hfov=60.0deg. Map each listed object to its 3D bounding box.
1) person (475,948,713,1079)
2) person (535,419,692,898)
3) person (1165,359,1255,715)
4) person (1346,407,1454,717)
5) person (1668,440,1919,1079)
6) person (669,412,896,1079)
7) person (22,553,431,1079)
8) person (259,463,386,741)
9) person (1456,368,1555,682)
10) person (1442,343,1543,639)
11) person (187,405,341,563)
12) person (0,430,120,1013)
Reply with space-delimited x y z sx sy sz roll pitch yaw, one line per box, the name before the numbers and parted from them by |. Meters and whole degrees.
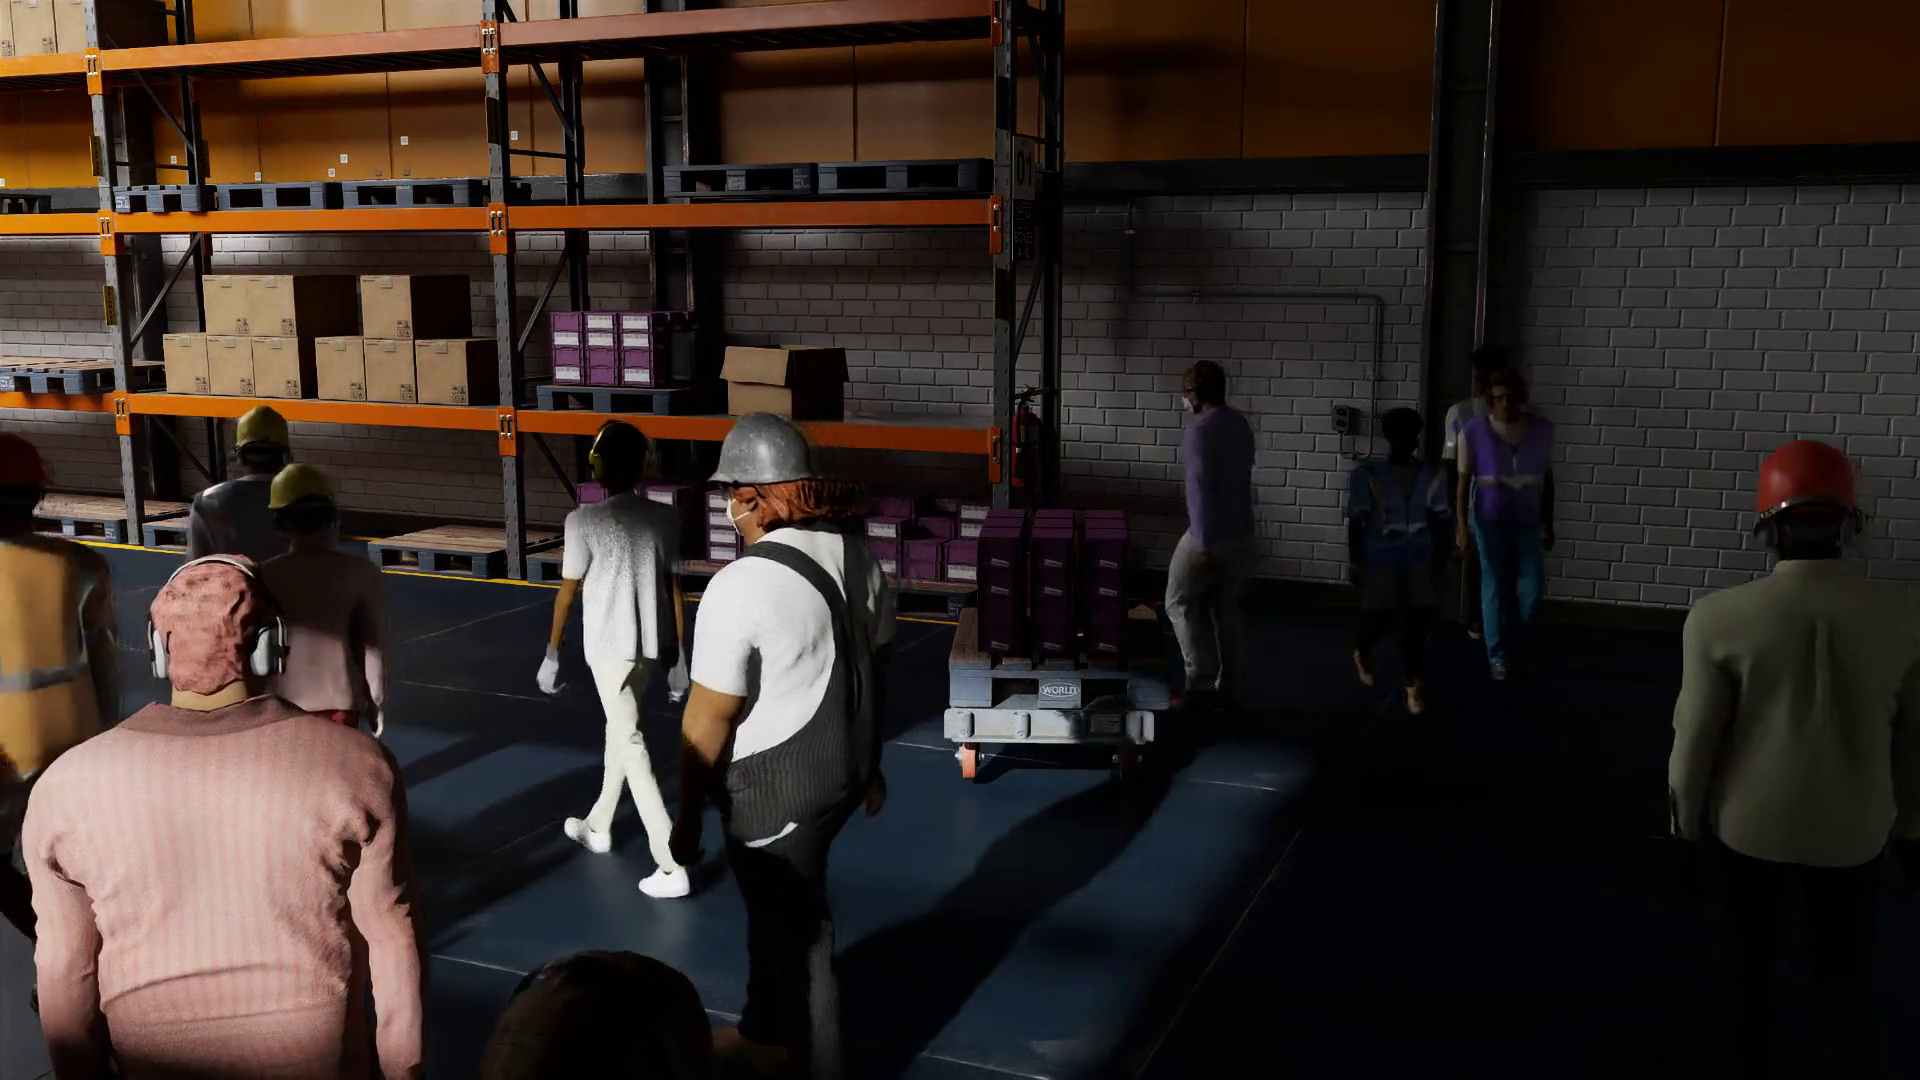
person | -0.315 1.253 1.556 0.504 1.845 0.344 4 10 23
person | -1.329 0.444 6.496 0.980 1.818 0.512 8 13 41
person | 1.342 -0.005 8.923 0.511 1.910 0.643 8 12 40
person | 2.341 0.098 8.969 0.588 1.672 0.528 -1 10 -8
person | 2.139 0.738 4.235 0.639 1.979 0.606 2 10 14
person | -0.592 0.632 4.687 0.774 2.000 0.712 5 11 29
person | -1.308 0.970 3.074 0.652 1.904 0.402 -2 10 -14
person | -2.298 0.591 5.892 0.901 1.722 0.535 8 13 41
person | 3.155 -0.085 9.629 0.593 1.821 0.444 0 9 -1
person | 3.343 -0.283 10.521 0.672 1.919 0.670 1 9 3
person | -2.915 0.346 7.030 0.611 1.824 0.420 -5 11 -26
person | -2.835 0.623 5.120 0.573 1.916 0.554 7 12 35
